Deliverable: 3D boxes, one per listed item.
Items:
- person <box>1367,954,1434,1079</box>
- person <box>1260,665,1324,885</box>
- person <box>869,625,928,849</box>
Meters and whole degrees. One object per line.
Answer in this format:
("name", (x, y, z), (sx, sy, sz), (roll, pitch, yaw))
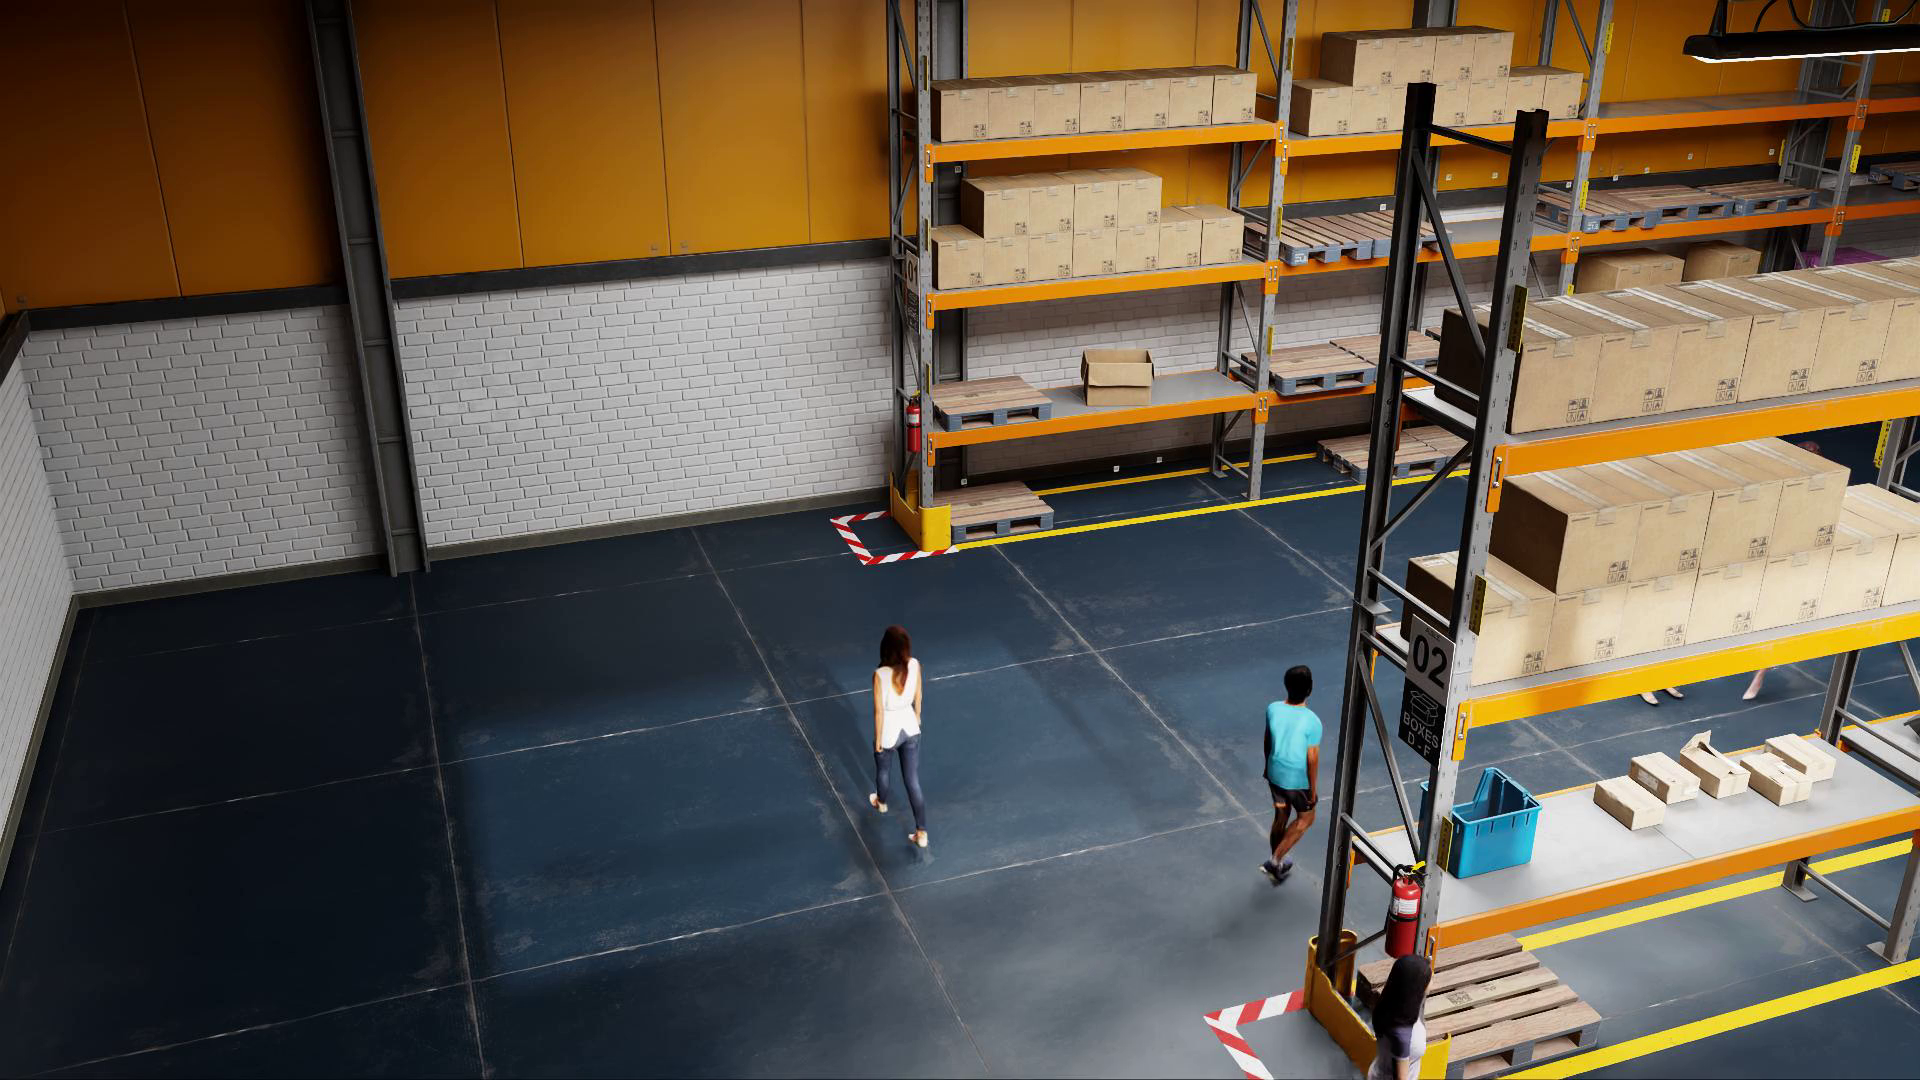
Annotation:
("person", (2.320, 3.000, 9.210), (0.912, 1.695, 0.825), (6, 24, 14))
("person", (2.323, 1.758, 11.968), (0.845, 1.762, 0.772), (-22, 32, -40))
("person", (-0.423, 1.514, 12.553), (1.084, 1.740, 0.779), (-12, 26, -26))
